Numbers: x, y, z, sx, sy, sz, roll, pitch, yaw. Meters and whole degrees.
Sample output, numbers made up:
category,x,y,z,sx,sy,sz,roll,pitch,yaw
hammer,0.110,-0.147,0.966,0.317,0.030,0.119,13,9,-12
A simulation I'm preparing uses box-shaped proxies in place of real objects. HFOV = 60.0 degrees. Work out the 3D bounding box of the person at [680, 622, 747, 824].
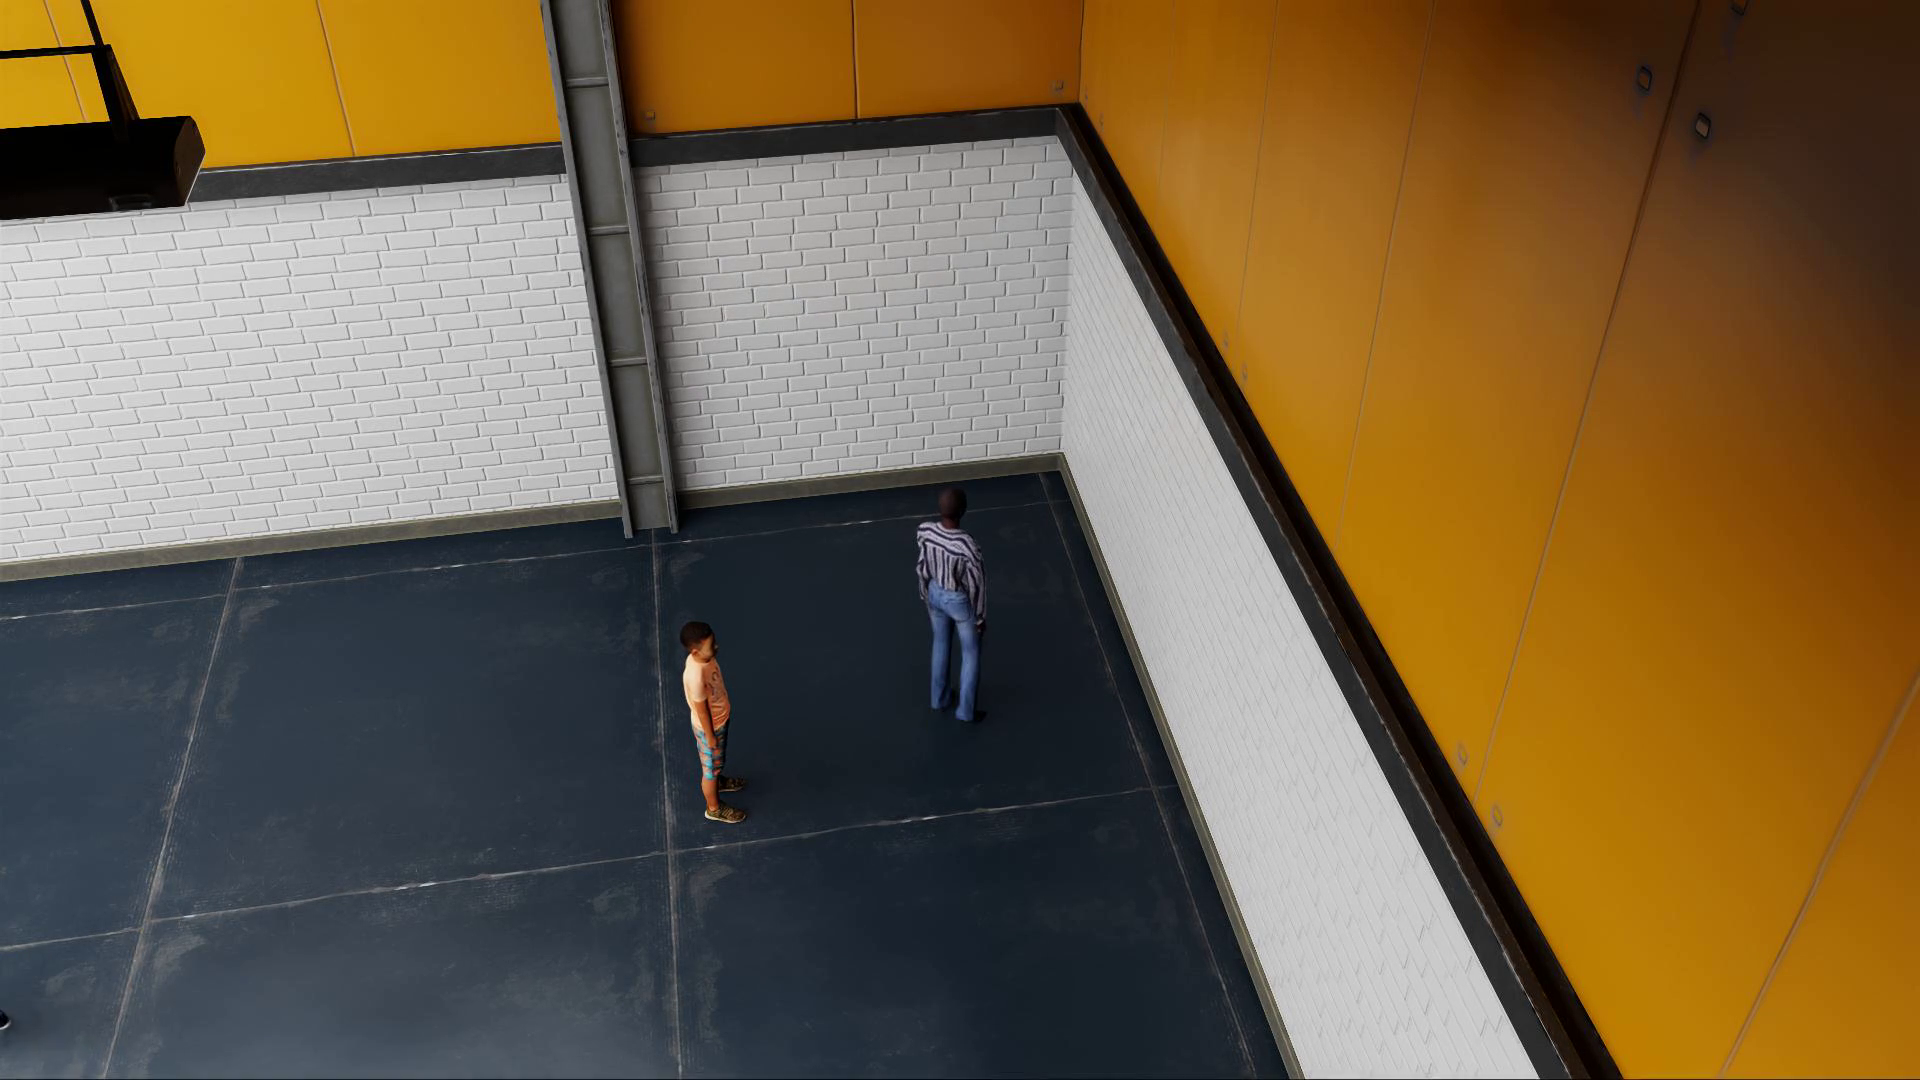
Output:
category,x,y,z,sx,sy,sz,roll,pitch,yaw
person,-1.488,1.053,9.853,0.509,1.461,0.535,-3,39,-4

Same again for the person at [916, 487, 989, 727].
category,x,y,z,sx,sy,sz,roll,pitch,yaw
person,-0.053,0.430,10.367,0.693,1.795,0.759,23,44,26
